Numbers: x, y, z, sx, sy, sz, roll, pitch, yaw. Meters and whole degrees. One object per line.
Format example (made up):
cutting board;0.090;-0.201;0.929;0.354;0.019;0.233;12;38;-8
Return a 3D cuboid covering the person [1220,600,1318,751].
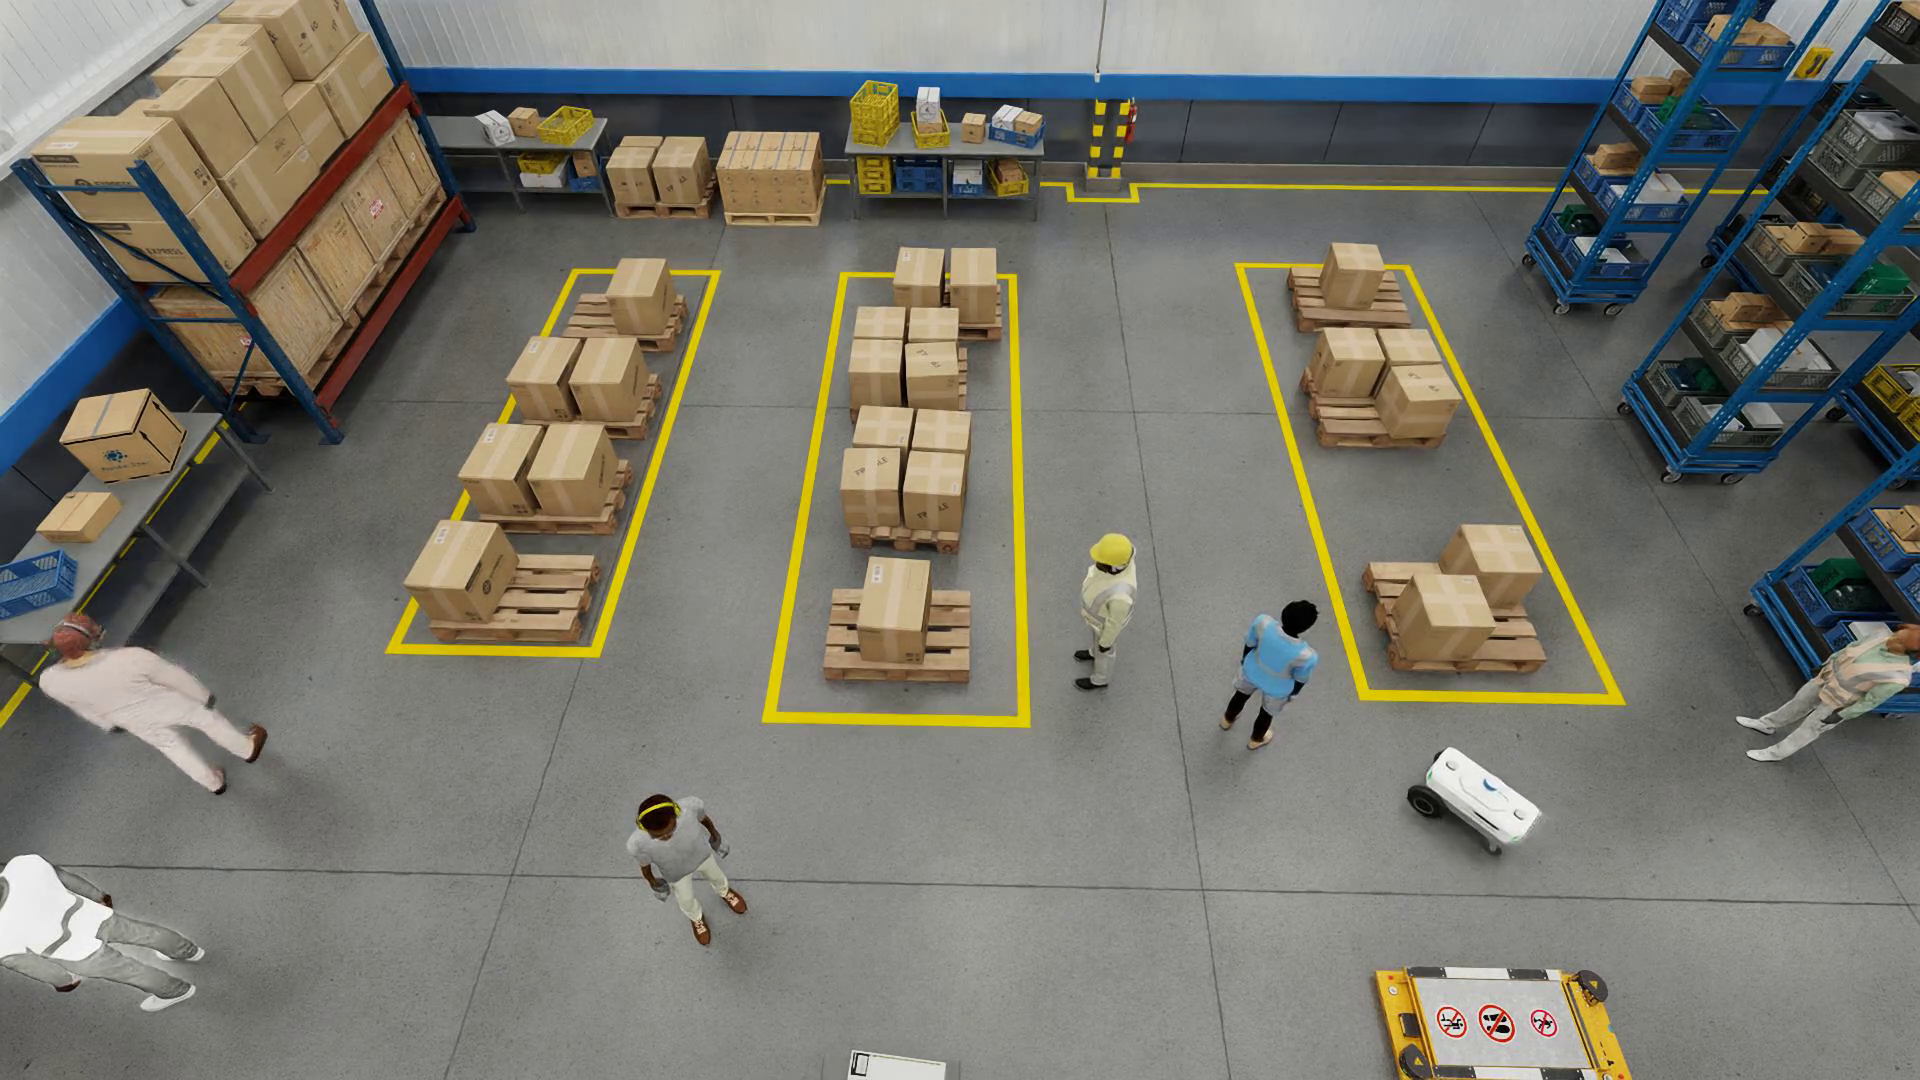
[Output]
person;2.272;0.993;6.743;0.322;1.696;0.536;-35;59;-25

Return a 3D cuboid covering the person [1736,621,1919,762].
person;6.386;1.111;6.684;0.308;1.641;0.514;13;52;10

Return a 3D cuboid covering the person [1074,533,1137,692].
person;1.108;0.554;7.024;0.403;1.825;0.596;2;51;1

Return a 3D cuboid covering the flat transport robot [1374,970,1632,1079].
flat transport robot;3.501;3.133;5.914;1.431;0.197;0.652;1;51;1

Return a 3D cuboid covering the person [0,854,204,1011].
person;-5.285;2.365;5.485;0.390;1.919;0.591;-9;51;-7

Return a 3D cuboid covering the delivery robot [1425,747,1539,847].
delivery robot;3.799;1.870;6.703;0.477;0.478;0.707;-36;60;-26

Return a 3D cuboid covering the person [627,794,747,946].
person;-1.710;2.043;5.782;0.533;1.864;0.310;-35;59;-25

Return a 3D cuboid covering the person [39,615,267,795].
person;-5.691;1.187;6.493;0.667;1.905;0.446;-21;54;-16
